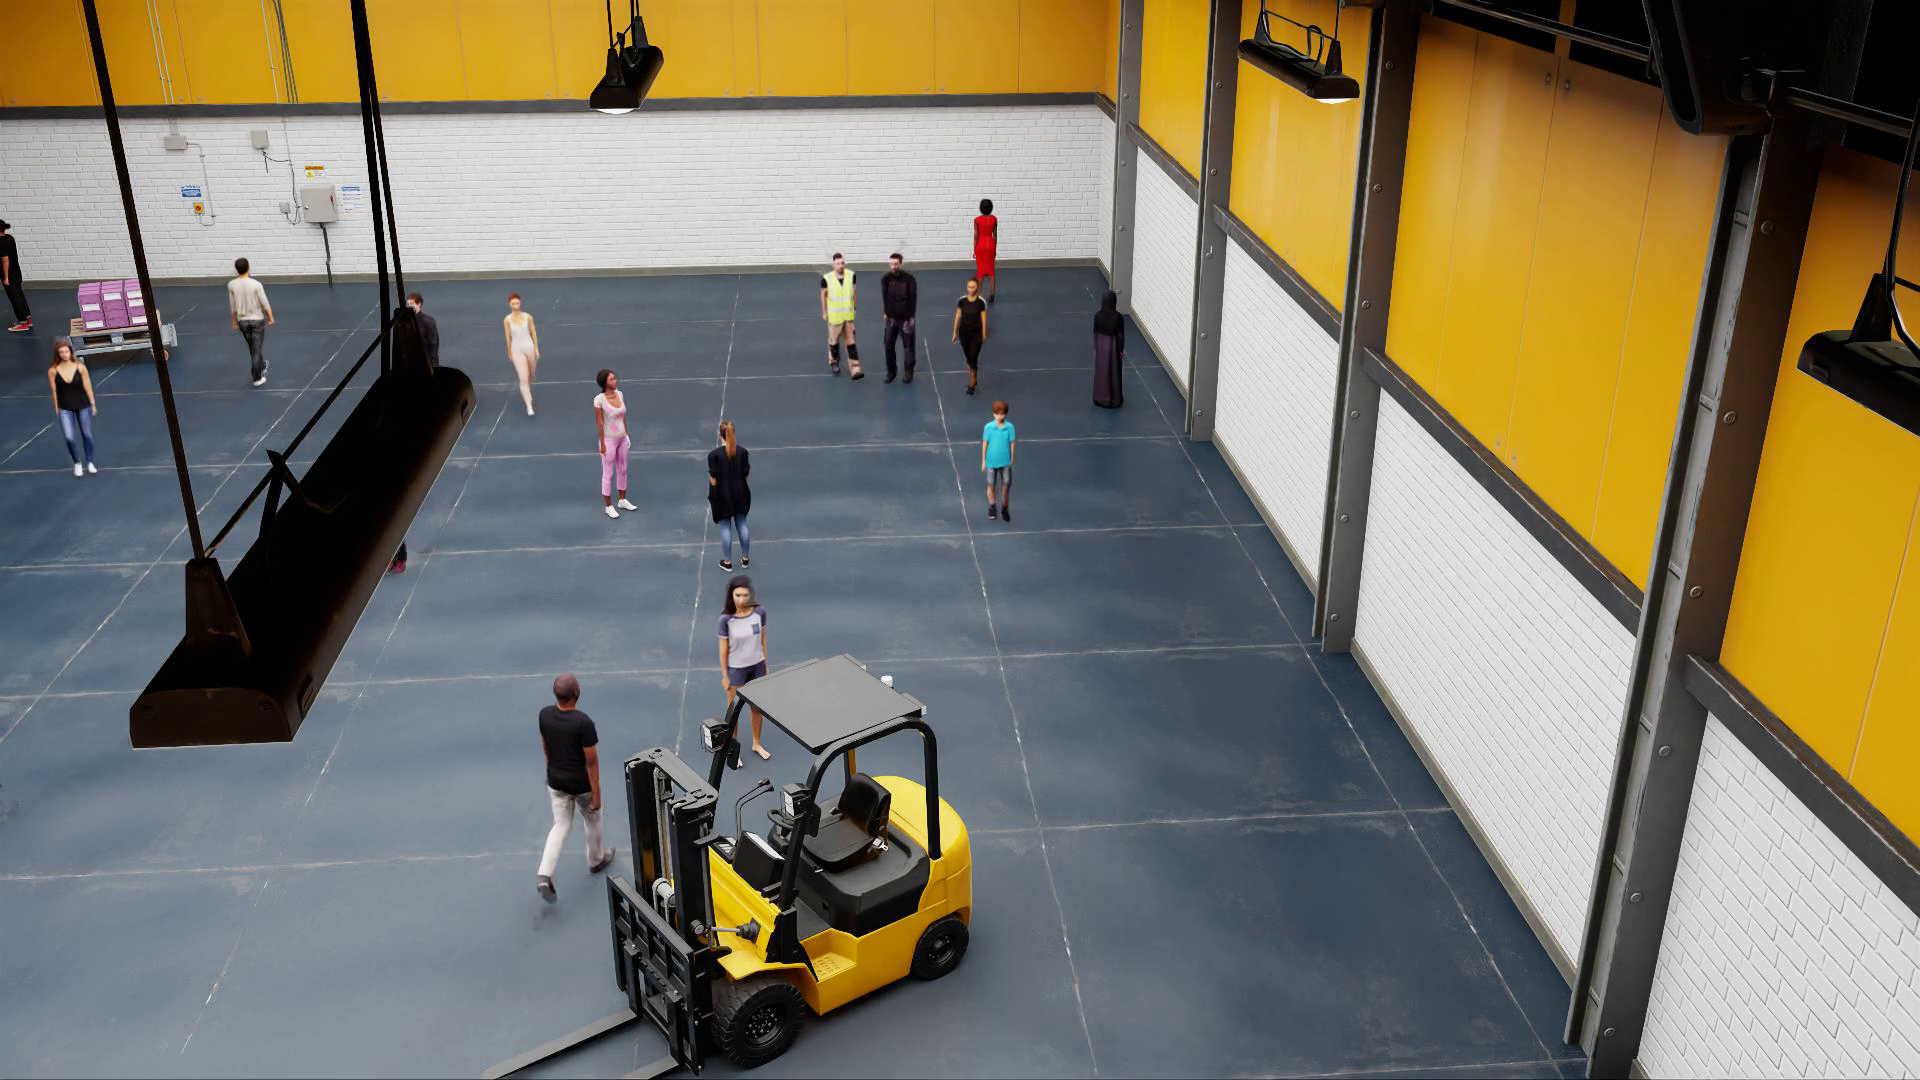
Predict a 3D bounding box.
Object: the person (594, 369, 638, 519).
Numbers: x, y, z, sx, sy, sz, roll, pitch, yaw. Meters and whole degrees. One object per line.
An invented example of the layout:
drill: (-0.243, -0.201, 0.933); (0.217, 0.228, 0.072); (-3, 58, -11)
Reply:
person: (-3.996, -1.133, 19.172); (0.719, 1.736, 0.648); (17, 29, 33)

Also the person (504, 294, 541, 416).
person: (-5.936, -2.552, 22.576); (0.795, 1.610, 1.118); (-11, 26, -23)

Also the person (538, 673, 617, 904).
person: (-2.916, 1.844, 12.305); (0.970, 1.782, 1.223); (8, 25, 18)

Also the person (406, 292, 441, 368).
person: (-6.991, -2.369, 21.915); (1.076, 1.804, 1.296); (9, 25, 20)

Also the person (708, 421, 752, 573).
person: (-2.444, -0.478, 17.739); (0.698, 1.684, 0.666); (-10, 25, -21)

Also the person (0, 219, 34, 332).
person: (-14.899, -4.174, 26.101); (0.712, 1.758, 0.542); (-5, 24, -11)

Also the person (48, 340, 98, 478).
person: (-10.855, -1.638, 20.362); (0.706, 1.708, 0.741); (-14, 27, -29)

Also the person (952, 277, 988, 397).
person: (0.192, -2.893, 23.311); (0.827, 1.646, 0.943); (12, 26, 25)

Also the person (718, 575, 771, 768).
person: (-1.818, 1.090, 14.093); (0.653, 1.731, 0.635); (-13, 27, -28)

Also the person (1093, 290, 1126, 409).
person: (2.026, -2.618, 22.723); (0.706, 1.614, 0.739); (11, 26, 24)

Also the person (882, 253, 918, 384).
person: (-0.812, -3.176, 23.652); (0.826, 1.891, 0.854); (6, 24, 13)

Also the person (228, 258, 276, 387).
person: (-10.051, -3.055, 23.514); (0.719, 1.780, 1.040); (-1, 24, -1)

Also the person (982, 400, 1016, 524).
person: (0.429, -0.940, 19.108); (0.549, 1.433, 0.632); (0, 24, 1)

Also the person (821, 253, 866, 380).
person: (-1.735, -3.231, 23.886); (0.843, 1.805, 1.113); (-7, 25, -16)

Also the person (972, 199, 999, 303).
person: (0.420, -4.775, 27.496); (0.619, 1.742, 0.568); (-8, 25, -17)
